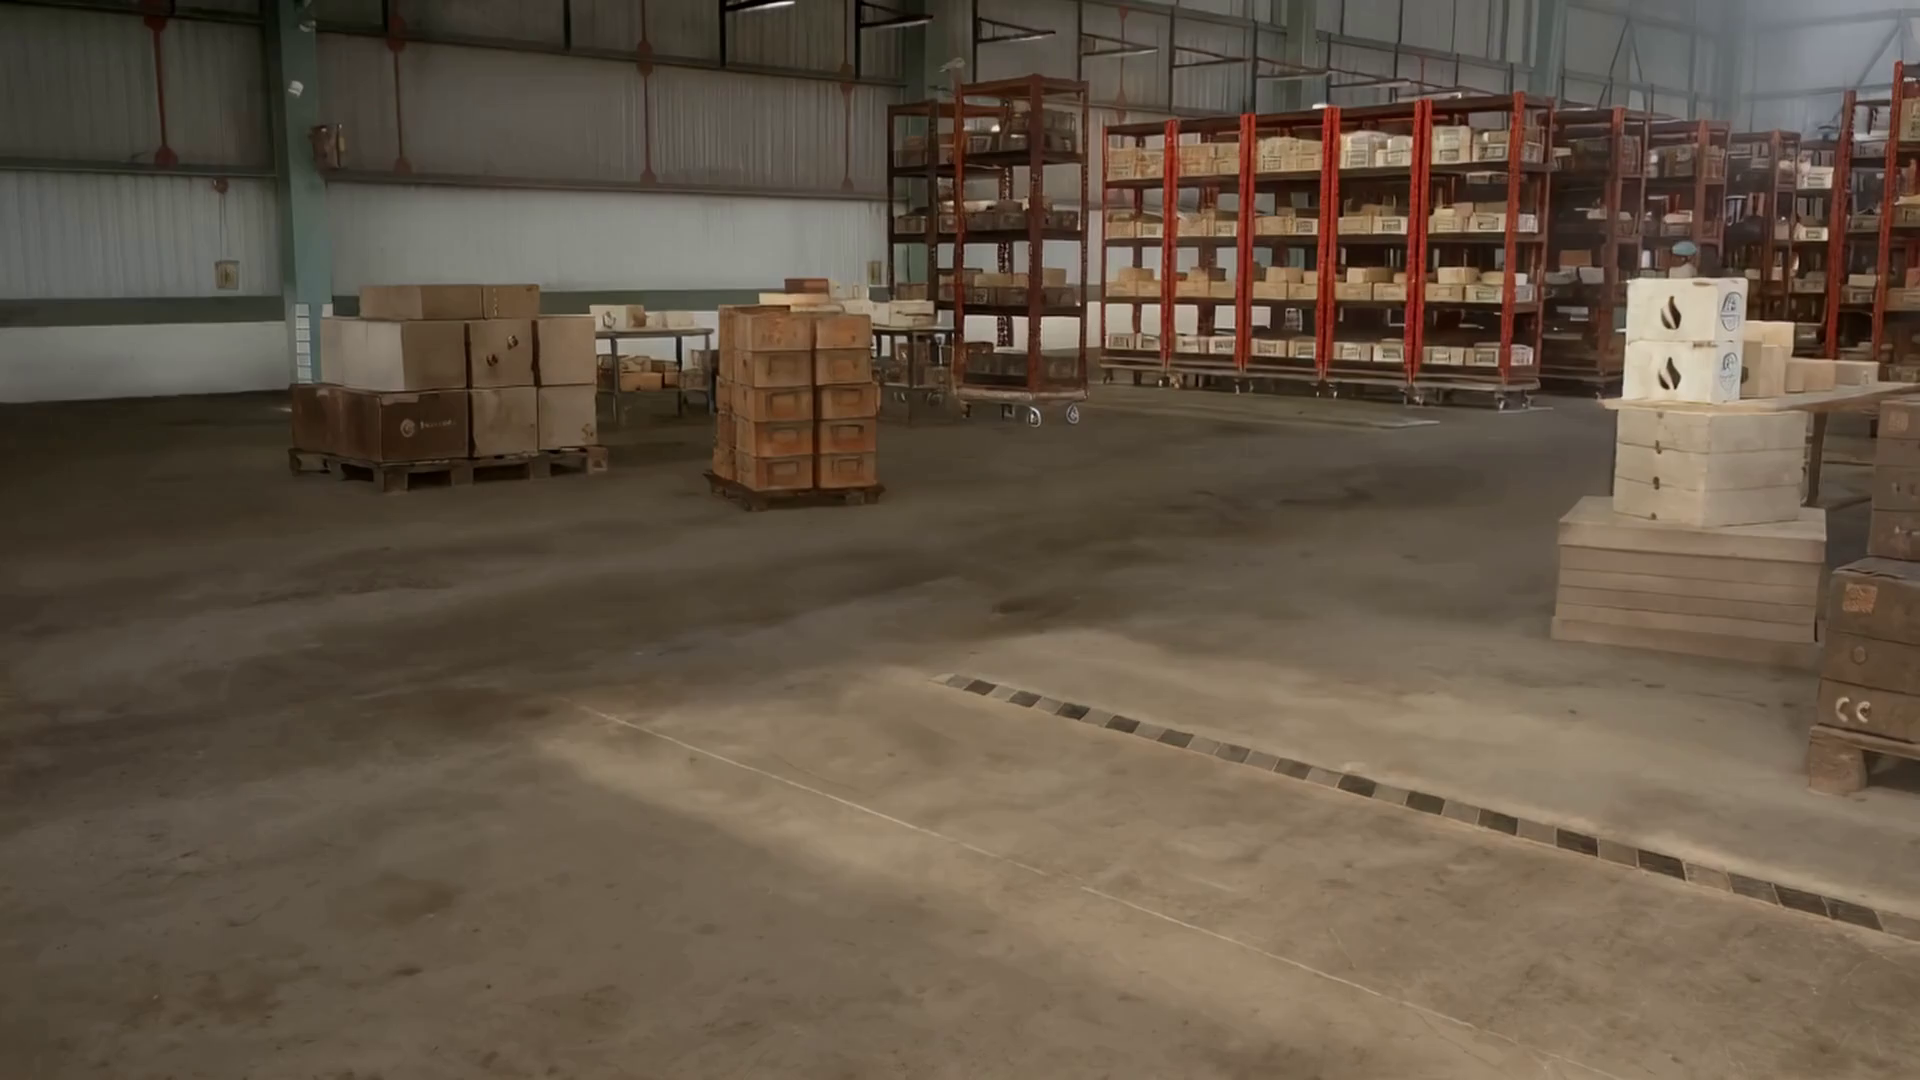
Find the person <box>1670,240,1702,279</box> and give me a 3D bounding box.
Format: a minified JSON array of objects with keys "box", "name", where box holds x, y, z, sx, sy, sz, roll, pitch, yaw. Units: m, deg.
[{"box":[9.464,-2.924,21.848,0.382,1.993,0.622,-1,10,-9],"name":"person"}]
